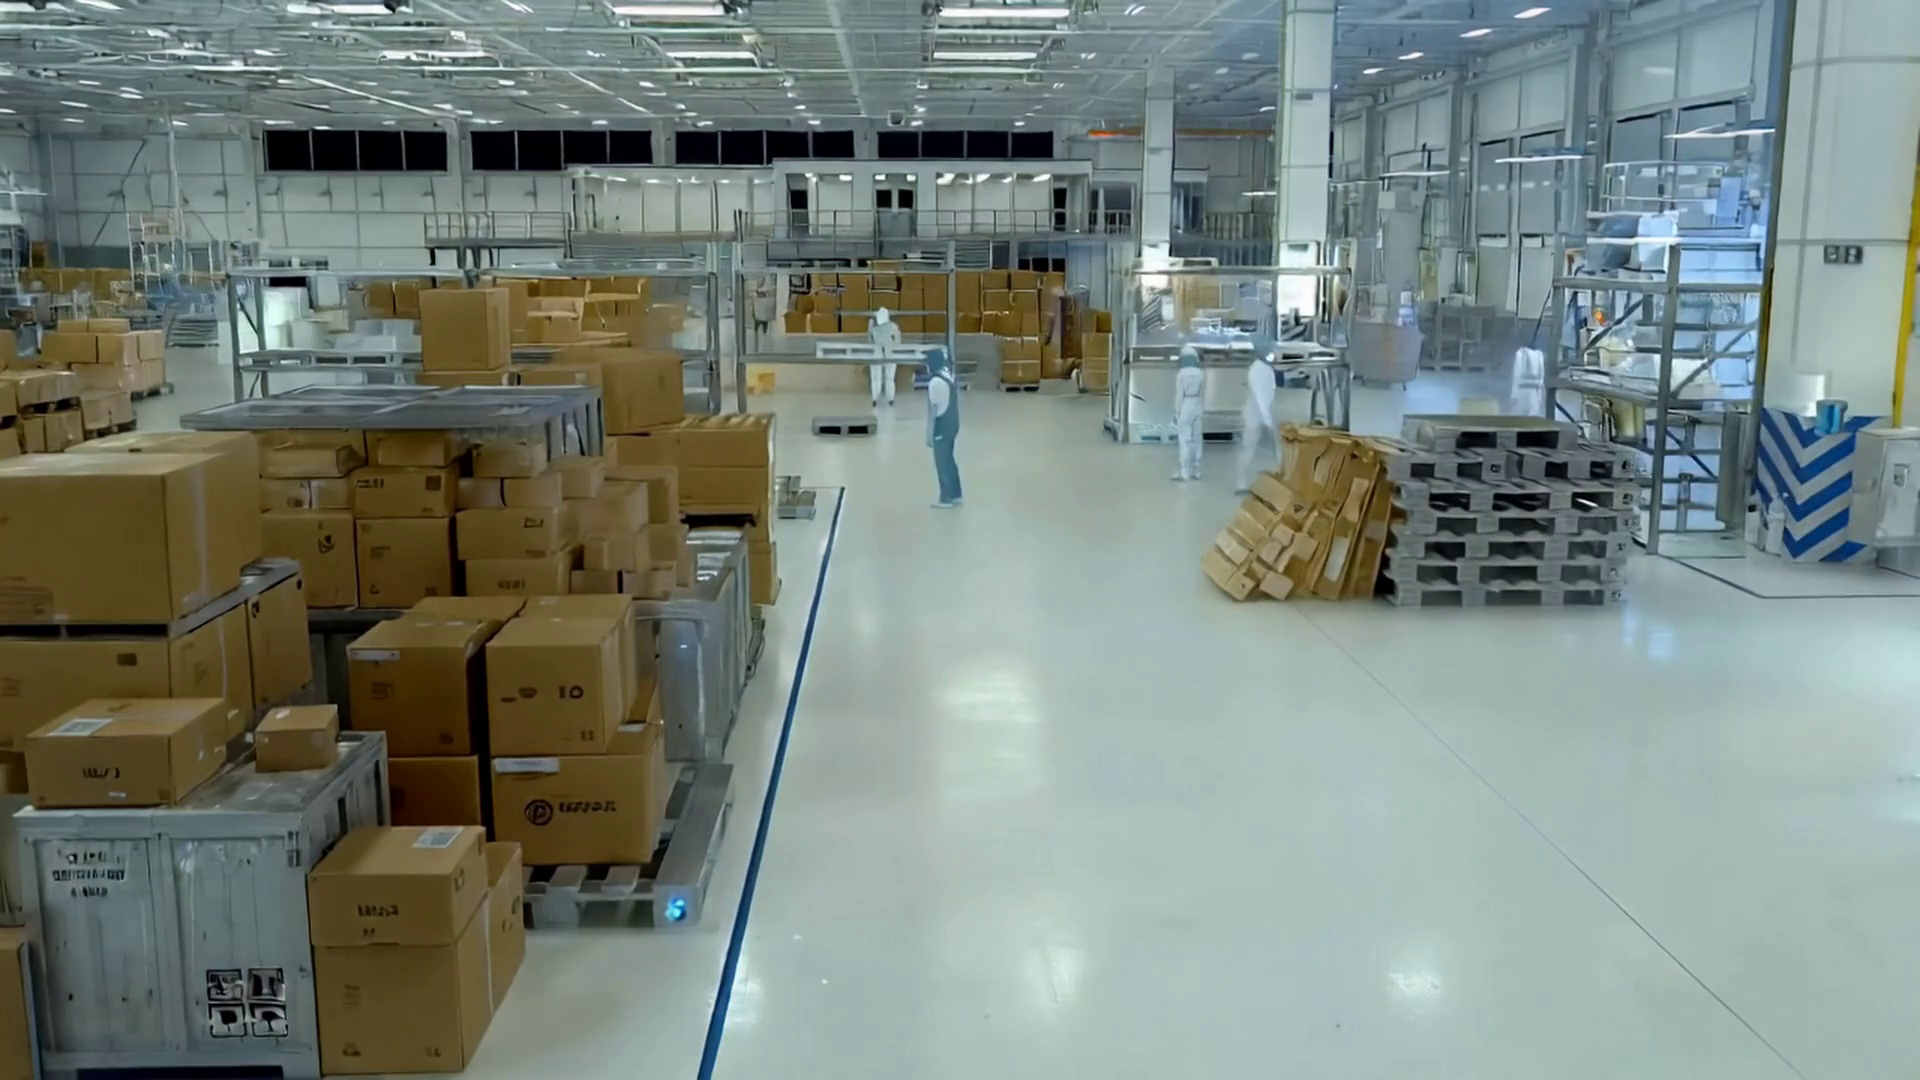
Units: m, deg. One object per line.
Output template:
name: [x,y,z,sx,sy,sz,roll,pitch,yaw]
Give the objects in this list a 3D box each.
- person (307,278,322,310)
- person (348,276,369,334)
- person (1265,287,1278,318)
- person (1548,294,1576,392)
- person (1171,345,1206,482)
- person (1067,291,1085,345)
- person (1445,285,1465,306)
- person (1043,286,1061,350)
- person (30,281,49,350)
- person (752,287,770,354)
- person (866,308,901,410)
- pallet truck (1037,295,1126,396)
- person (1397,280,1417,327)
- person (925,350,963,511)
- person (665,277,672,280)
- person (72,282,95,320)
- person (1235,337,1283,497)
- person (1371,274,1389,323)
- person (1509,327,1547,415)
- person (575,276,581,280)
person: [-23.709,-8.764,61.051,0.544,1.719,0.922,-4,11,-20]
person: [-17.952,-6.858,49.527,0.688,2.000,0.537,2,10,11]
person: [8.839,-6.212,46.695,0.550,1.753,0.393,-1,10,-3]
person: [12.161,-3.962,33.564,0.611,1.985,0.407,-2,10,-12]
person: [2.880,-1.600,21.087,0.484,1.735,0.311,-7,12,-35]
person: [3.278,-6.284,47.382,0.560,1.642,0.896,-4,11,-23]
person: [13.004,-5.774,43.894,0.711,1.902,0.436,-4,11,-22]
person: [2.711,-6.238,46.787,0.973,1.796,0.625,-6,12,-30]
person: [-25.833,-6.296,46.683,0.545,1.939,0.354,1,10,6]
person: [-5.391,-5.940,45.057,0.508,1.818,0.999,1,10,5]
person: [-1.395,-3.276,30.138,0.633,1.837,0.429,1,10,4]
pallet truck: [2.483,-3.881,33.060,1.885,1.965,0.823,-7,13,-36]
person: [13.150,-6.692,48.966,0.550,1.916,0.676,2,10,12]
person: [-0.208,-1.240,18.851,0.431,1.822,0.546,6,12,31]
person: [-9.418,-7.552,53.719,0.643,1.923,0.560,-6,12,-32]
person: [-26.139,-6.787,49.695,0.607,1.840,0.874,-2,10,-10]
person: [3.674,-1.429,19.619,0.860,1.911,0.649,5,11,24]
person: [13.776,-7.717,54.494,0.620,1.980,0.564,7,12,34]
person: [7.982,-2.019,23.085,0.599,1.850,0.845,-8,13,-39]
person: [-13.576,-8.474,58.954,0.593,1.901,0.921,-8,13,-38]
